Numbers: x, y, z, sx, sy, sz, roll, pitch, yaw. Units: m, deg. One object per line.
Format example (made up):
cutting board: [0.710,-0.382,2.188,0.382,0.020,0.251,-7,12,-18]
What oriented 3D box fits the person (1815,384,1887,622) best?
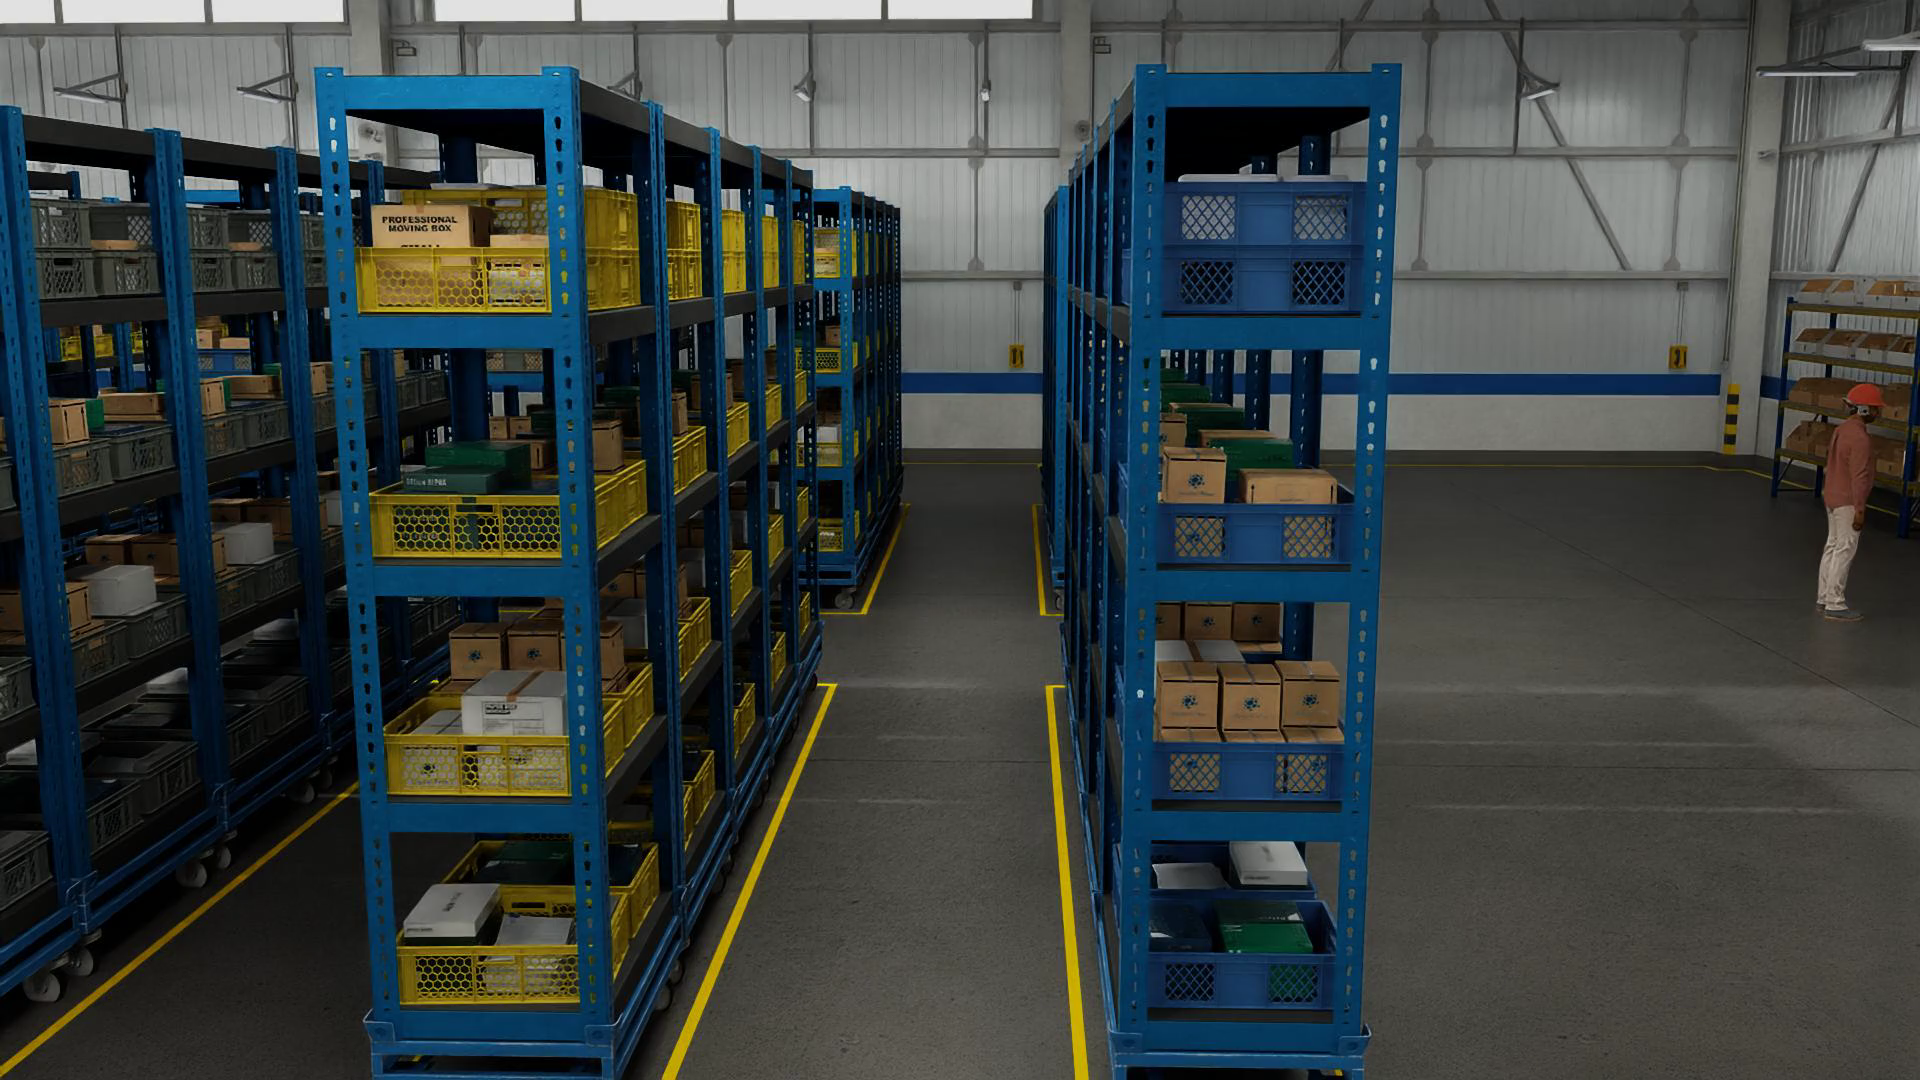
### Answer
person: [7.441,-0.312,13.886,0.401,1.987,0.608,2,10,9]
